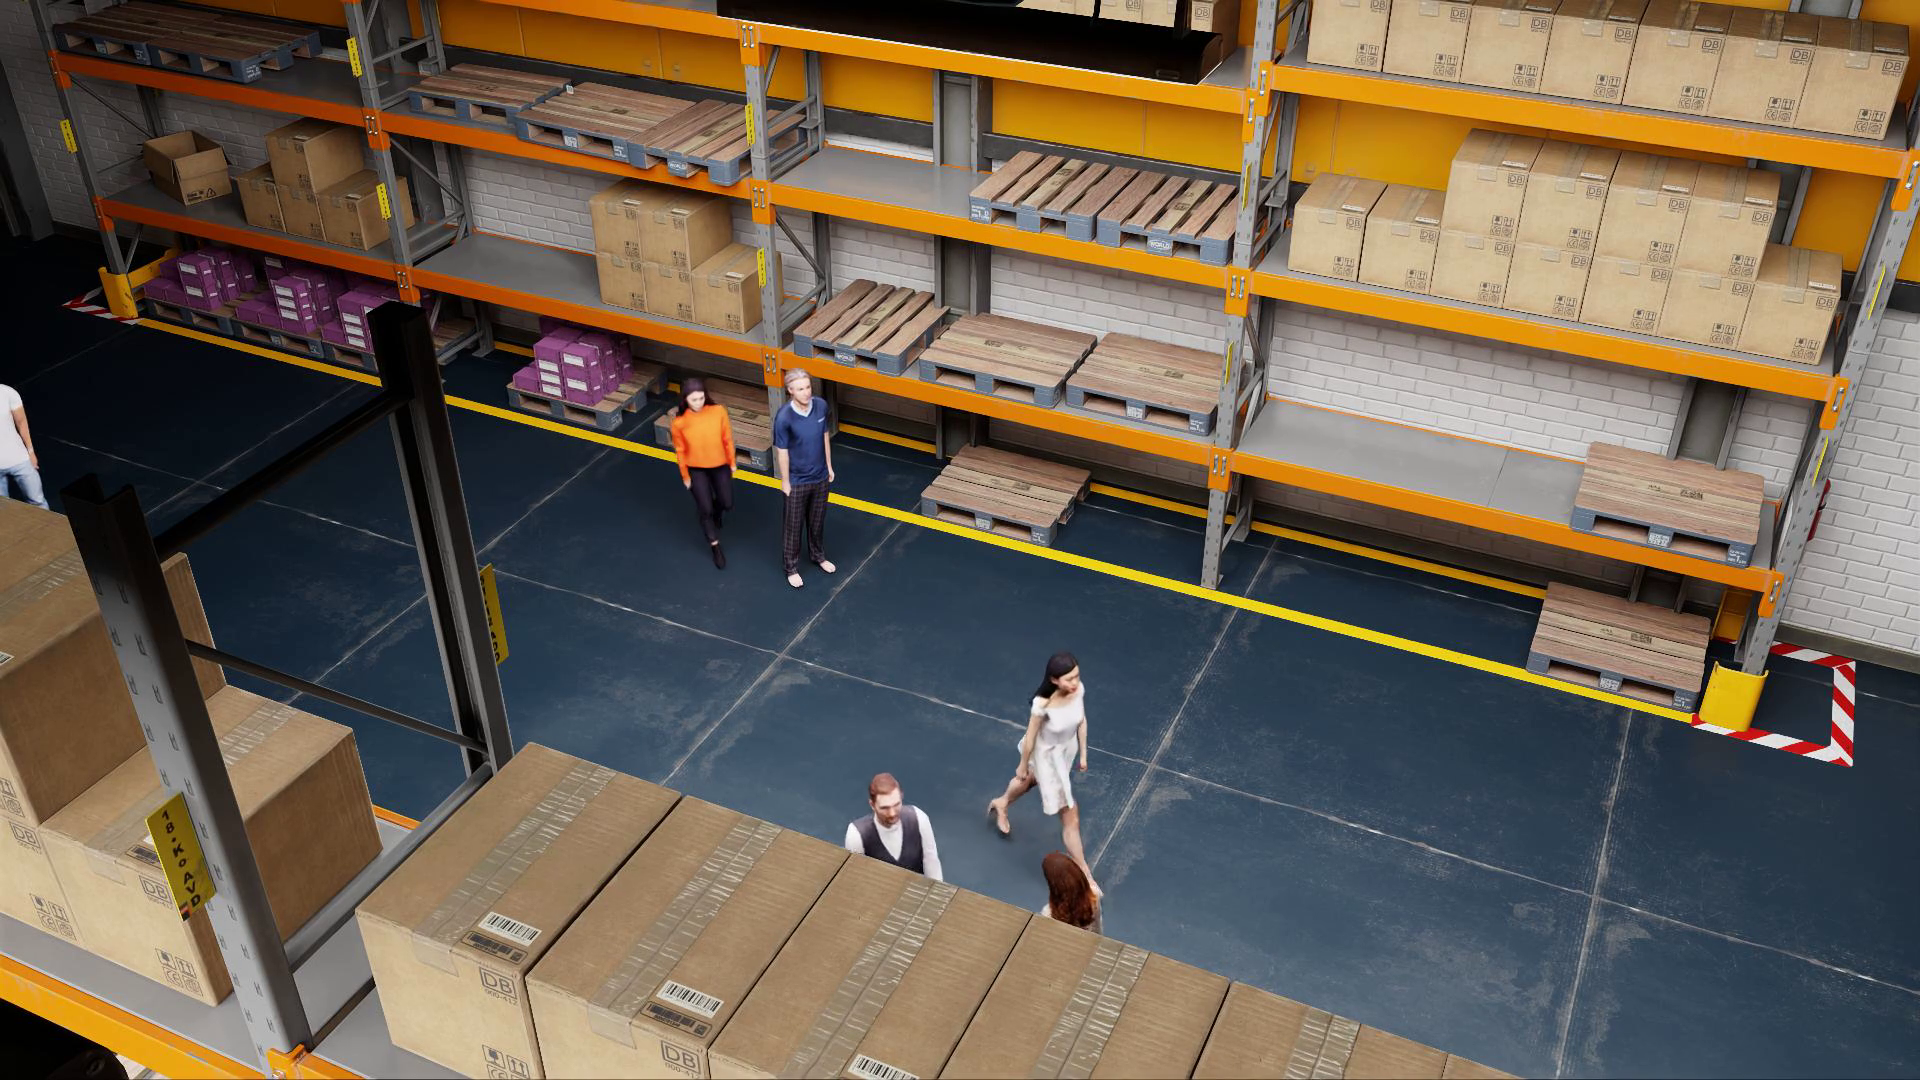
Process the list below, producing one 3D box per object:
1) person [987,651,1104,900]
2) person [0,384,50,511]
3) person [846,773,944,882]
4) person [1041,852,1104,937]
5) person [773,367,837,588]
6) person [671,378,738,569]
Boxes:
[{"bbox_3d":[0.515,1.377,10.467,0.938,1.709,1.316,-26,41,-33],"label":"person"},{"bbox_3d":[-7.714,-0.665,13.402,0.750,1.862,0.789,-15,36,-21],"label":"person"},{"bbox_3d":[-0.391,1.995,9.365,1.149,1.902,1.294,-16,37,-22],"label":"person"},{"bbox_3d":[0.666,2.357,9.220,0.857,1.459,0.943,-12,35,-17],"label":"person"},{"bbox_3d":[-1.237,-0.522,13.179,0.735,1.871,0.714,-23,40,-31],"label":"person"},{"bbox_3d":[-2.064,-0.604,13.431,0.914,1.728,0.975,-14,36,-20],"label":"person"}]
